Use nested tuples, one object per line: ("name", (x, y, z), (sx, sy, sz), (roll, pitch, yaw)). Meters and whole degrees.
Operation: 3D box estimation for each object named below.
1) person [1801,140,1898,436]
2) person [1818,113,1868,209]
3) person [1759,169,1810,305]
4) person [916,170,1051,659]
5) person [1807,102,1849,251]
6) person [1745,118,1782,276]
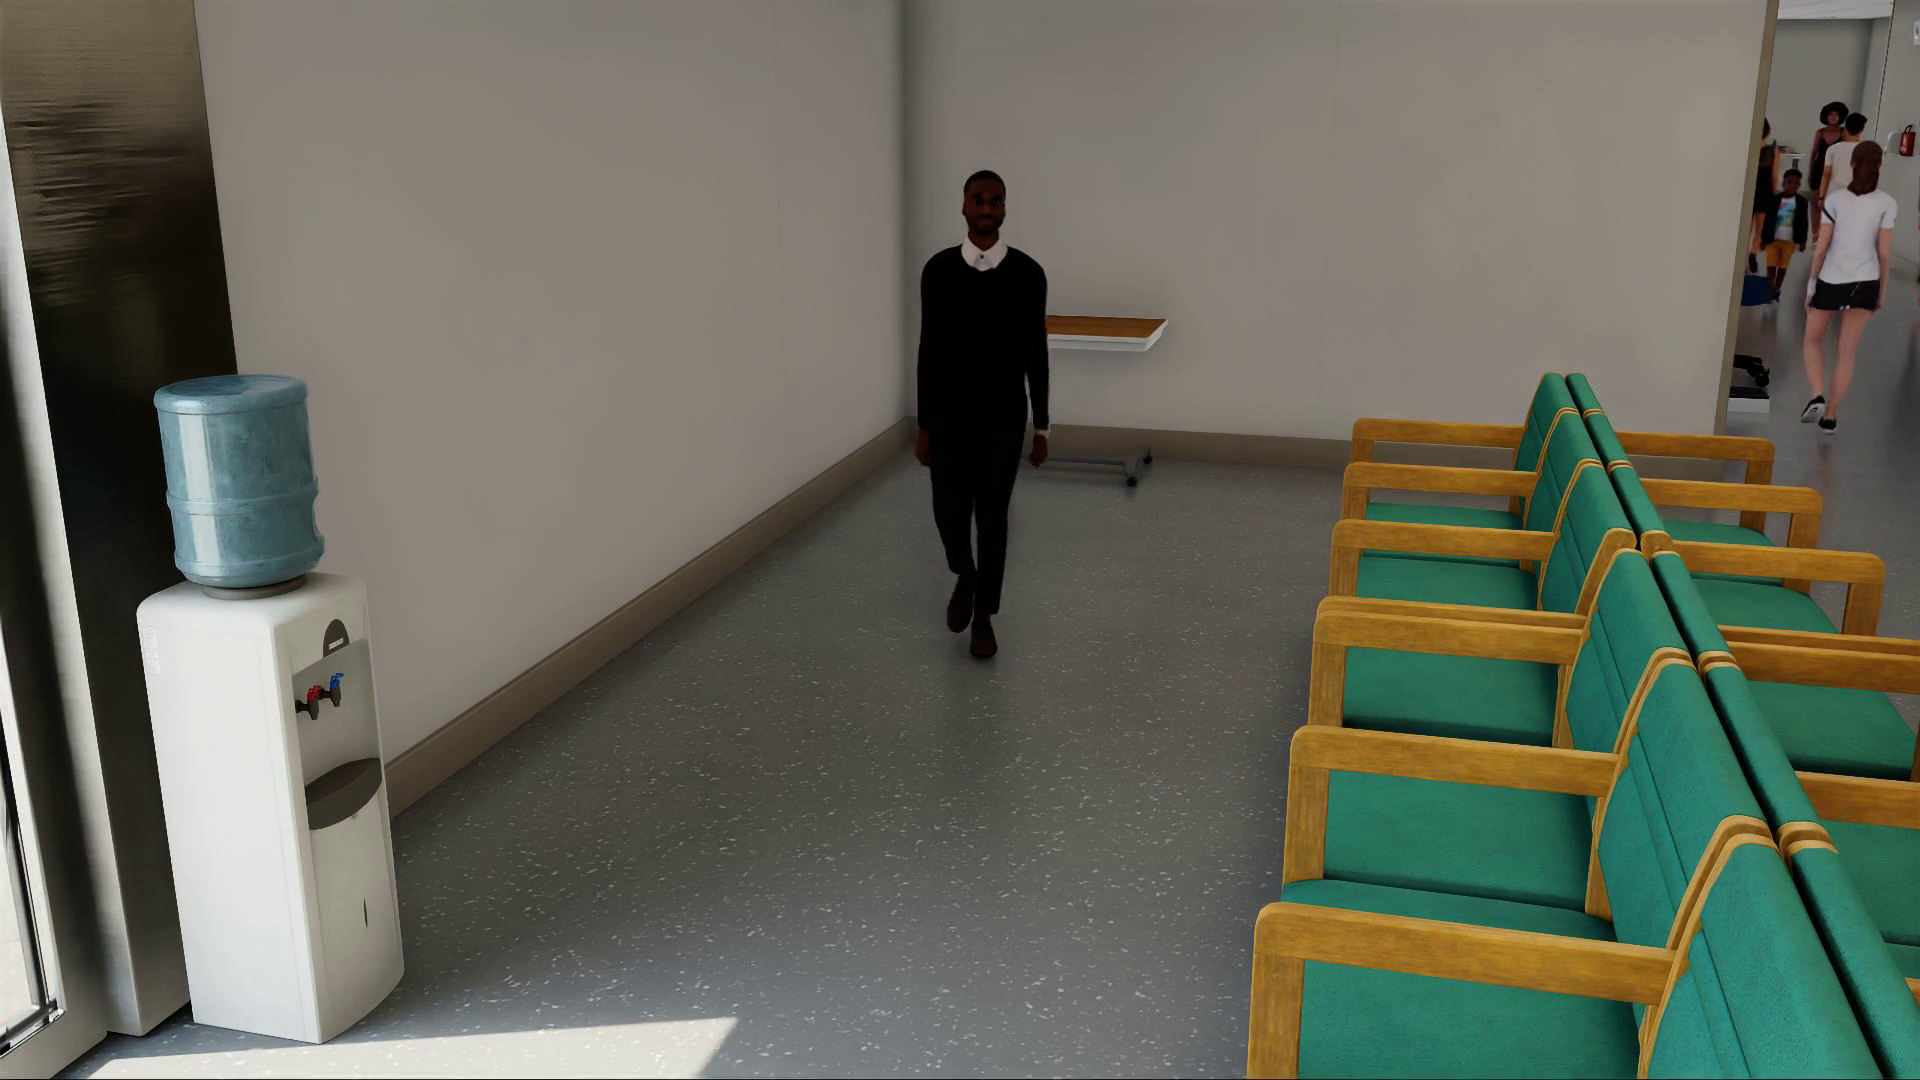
("person", (5.278, -1.479, 9.918), (0.629, 1.745, 0.686), (7, 17, 22))
("person", (9.215, -3.568, 17.336), (0.626, 1.711, 0.742), (8, 17, 25))
("person", (7.791, -2.871, 15.760), (0.675, 1.254, 0.636), (6, 17, 19))
("person", (0.076, -0.474, 6.264), (0.692, 1.794, 0.787), (1, 16, 3))
("person", (10.681, -4.481, 20.502), (0.639, 1.780, 0.698), (7, 17, 24))
("person", (8.388, -3.586, 17.543), (0.839, 1.663, 0.743), (8, 18, 27))
